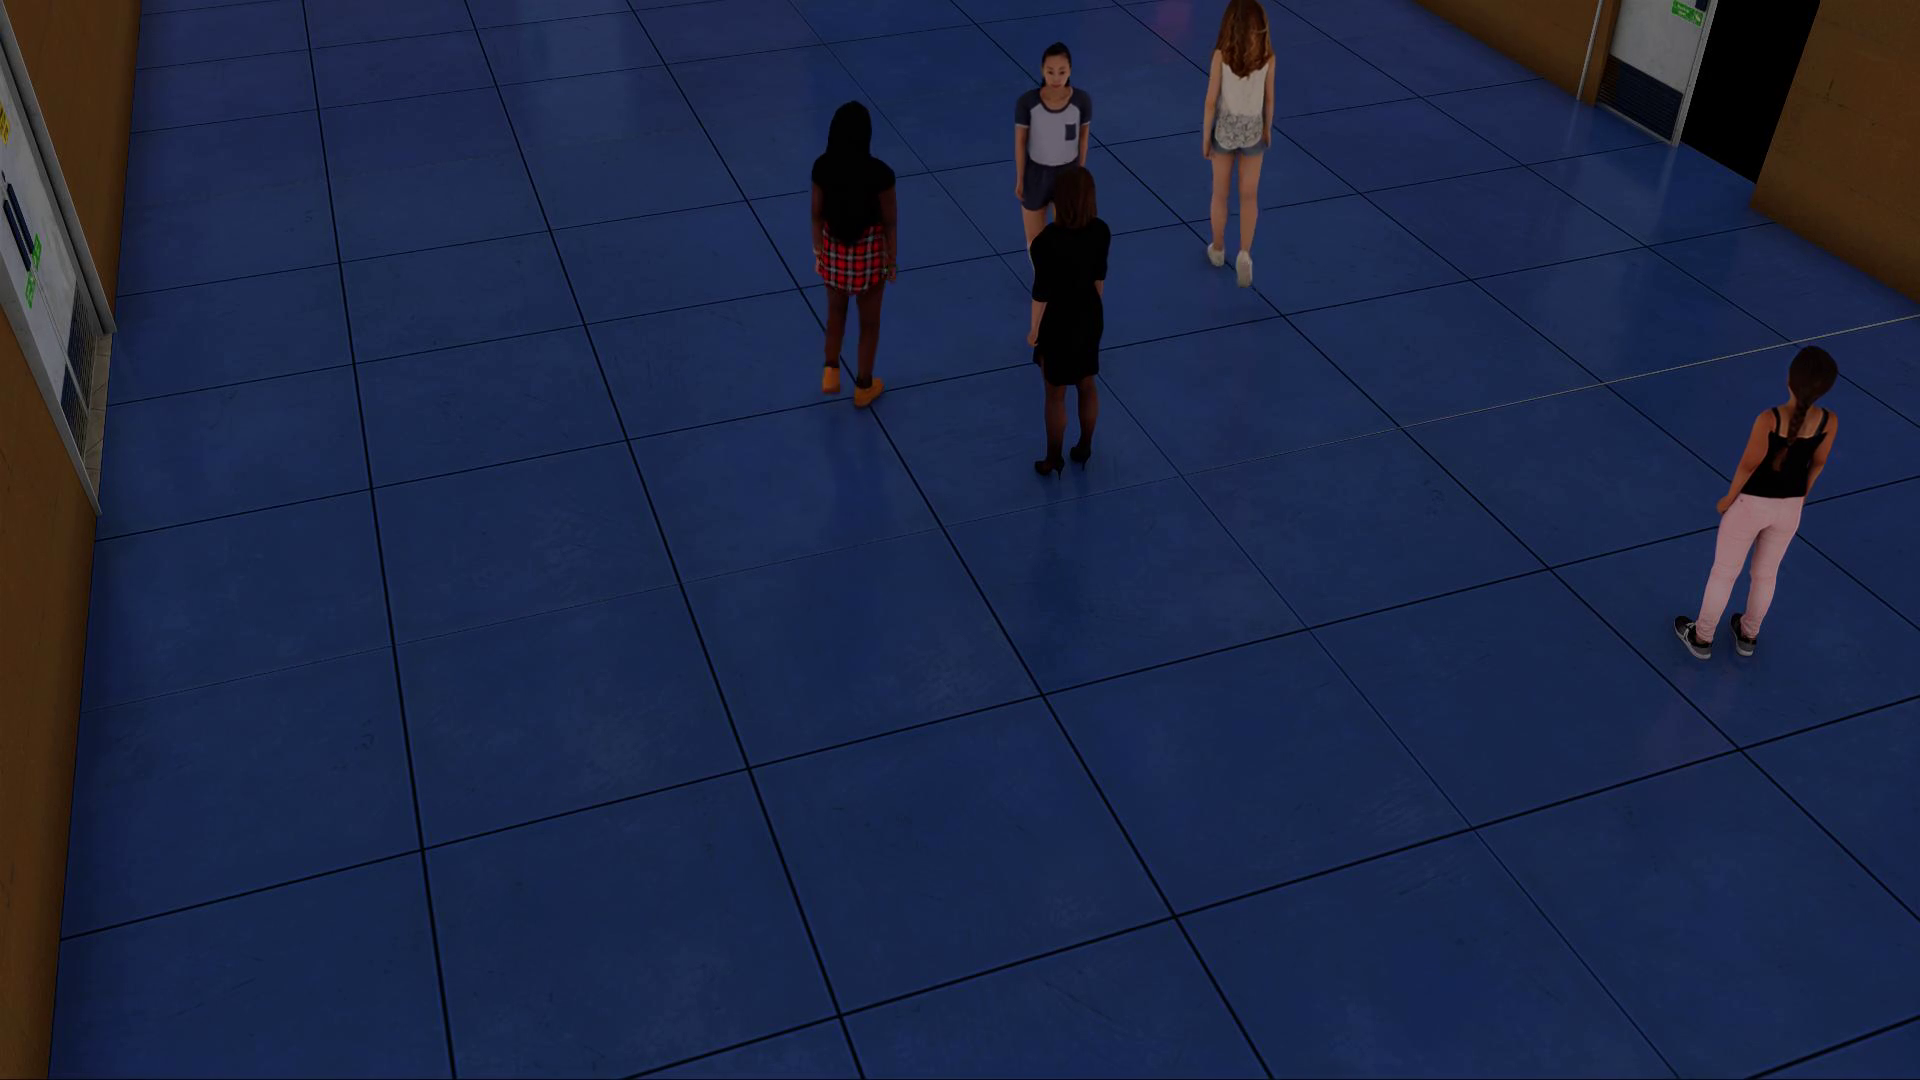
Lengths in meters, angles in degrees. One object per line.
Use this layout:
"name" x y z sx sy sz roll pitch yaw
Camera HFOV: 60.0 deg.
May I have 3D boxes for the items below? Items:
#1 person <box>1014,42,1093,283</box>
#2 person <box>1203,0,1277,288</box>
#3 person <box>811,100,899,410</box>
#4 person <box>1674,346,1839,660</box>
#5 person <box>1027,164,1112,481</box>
"person" 0.514 -2.115 9.732 0.960 1.621 0.855 1 37 1
"person" 1.680 -2.339 9.933 1.002 1.738 0.875 0 37 0
"person" -0.570 -1.420 8.732 0.819 1.710 0.861 10 38 13
"person" 3.467 -0.145 7.154 0.549 1.566 0.653 0 37 0
"person" 0.544 -1.060 8.241 0.489 1.707 0.680 -19 41 -24
